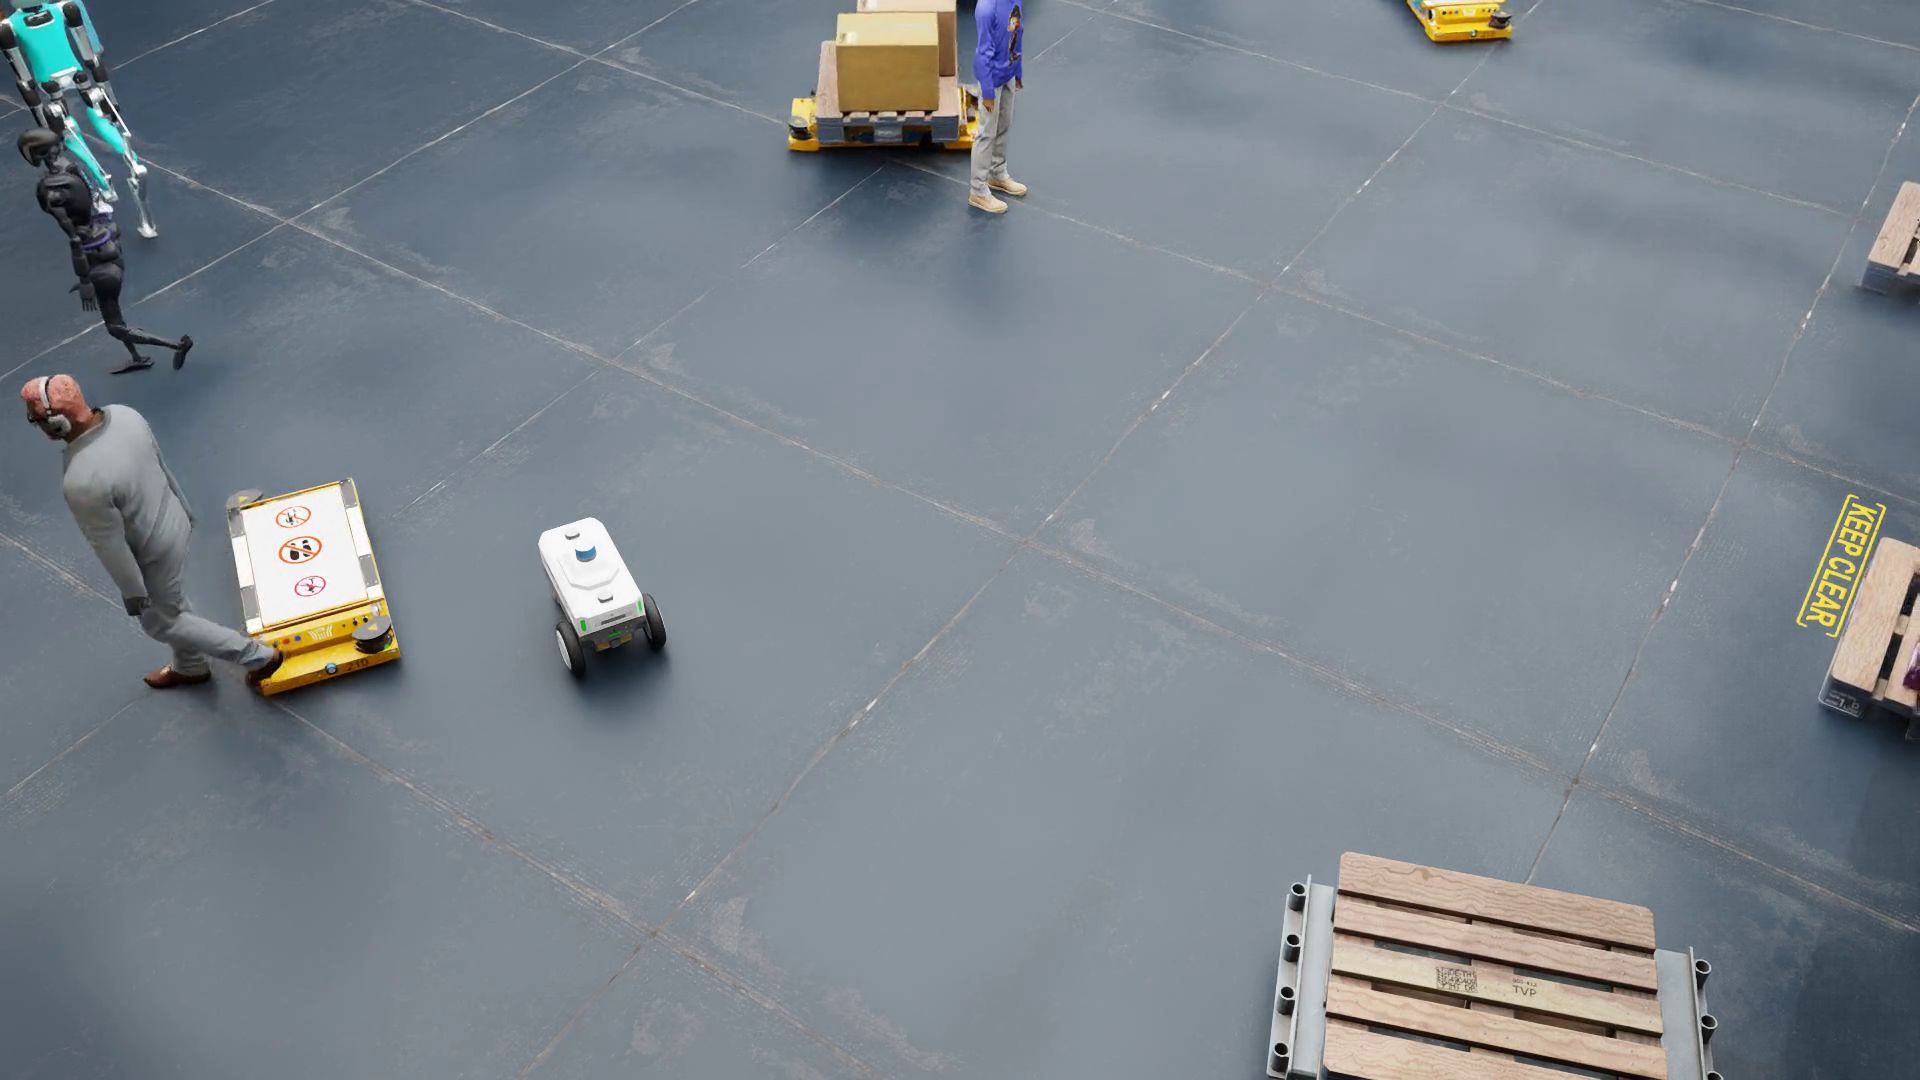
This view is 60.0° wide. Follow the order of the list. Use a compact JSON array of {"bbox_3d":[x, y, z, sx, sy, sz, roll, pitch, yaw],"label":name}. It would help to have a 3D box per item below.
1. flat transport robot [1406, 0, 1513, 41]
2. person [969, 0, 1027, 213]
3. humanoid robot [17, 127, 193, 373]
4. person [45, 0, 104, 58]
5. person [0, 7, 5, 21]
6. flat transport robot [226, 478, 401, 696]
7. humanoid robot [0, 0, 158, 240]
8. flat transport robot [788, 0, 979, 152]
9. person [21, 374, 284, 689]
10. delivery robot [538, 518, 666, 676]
[{"bbox_3d":[4.052,-4.565,13.888,0.659,0.231,1.431,-4,42,-5],"label":"flat transport robot"},{"bbox_3d":[0.283,-3.068,11.022,0.381,1.865,0.457,22,46,23],"label":"person"},{"bbox_3d":[-4.897,-1.672,9.601,0.528,1.626,0.584,-12,43,-14],"label":"humanoid robot"},{"bbox_3d":[-7.029,-4.475,12.610,0.563,1.837,0.391,-21,46,-22],"label":"person"},{"bbox_3d":[-7.952,-4.718,12.890,0.517,1.817,0.962,-2,42,-2],"label":"person"},{"bbox_3d":[-3.355,0.180,8.578,0.659,0.231,1.431,-16,44,-18],"label":"flat transport robot"},{"bbox_3d":[-5.597,-2.666,10.681,0.545,1.734,1.042,-32,51,-31],"label":"humanoid robot"},{"bbox_3d":[-0.531,-3.114,12.264,1.431,0.231,0.659,-1,42,-1],"label":"flat transport robot"},{"bbox_3d":[-3.631,0.018,7.556,0.645,1.877,0.669,-6,42,-6],"label":"person"},{"bbox_3d":[-1.828,0.239,8.287,0.499,0.581,0.774,-19,45,-20],"label":"delivery robot"}]
